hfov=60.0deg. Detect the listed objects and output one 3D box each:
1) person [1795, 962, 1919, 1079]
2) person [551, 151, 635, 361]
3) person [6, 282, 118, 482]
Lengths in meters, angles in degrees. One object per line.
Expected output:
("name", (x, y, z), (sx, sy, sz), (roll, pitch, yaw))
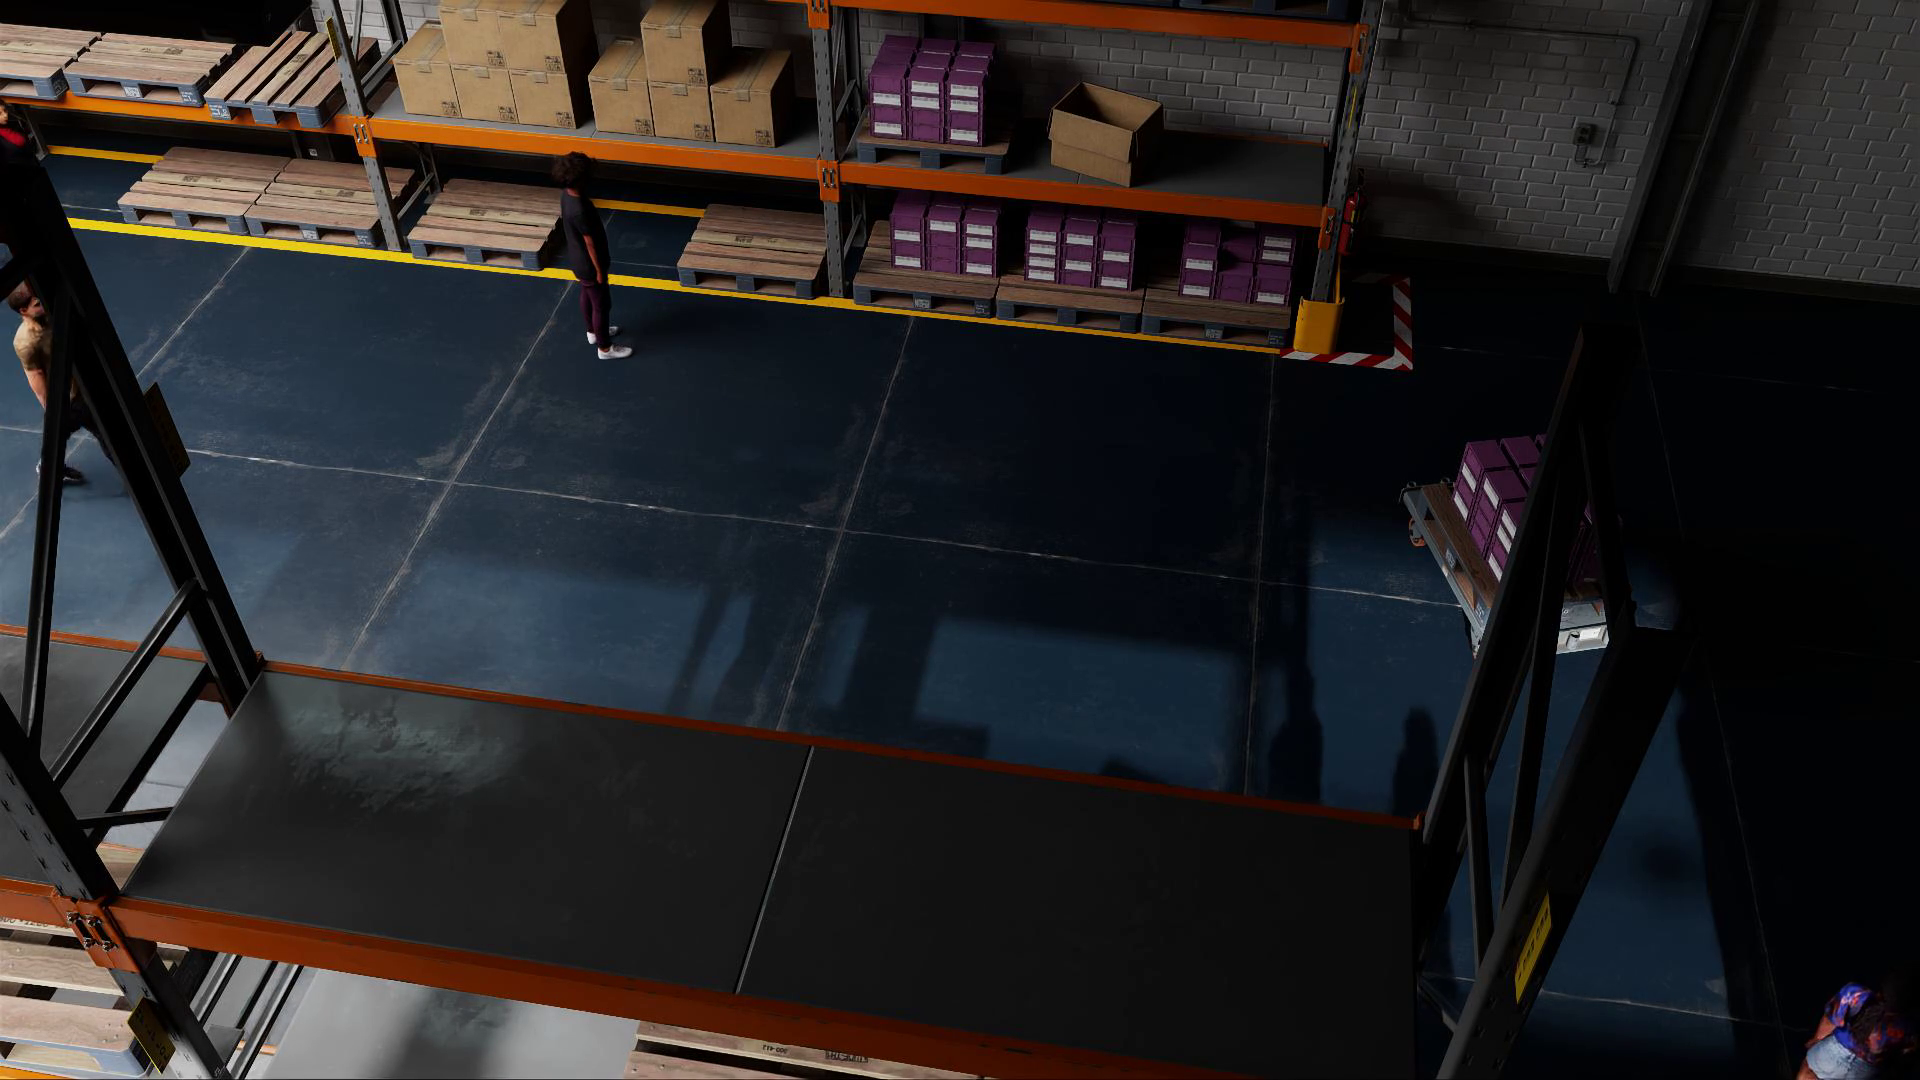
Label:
("person", (4.296, 2.558, 8.053), (0.629, 1.743, 0.728), (33, 53, 30))
("person", (-2.919, -2.240, 13.060), (0.764, 1.784, 0.726), (-20, 47, -19))
("person", (-6.417, -1.055, 11.794), (1.316, 1.814, 0.891), (-3, 44, -3))
